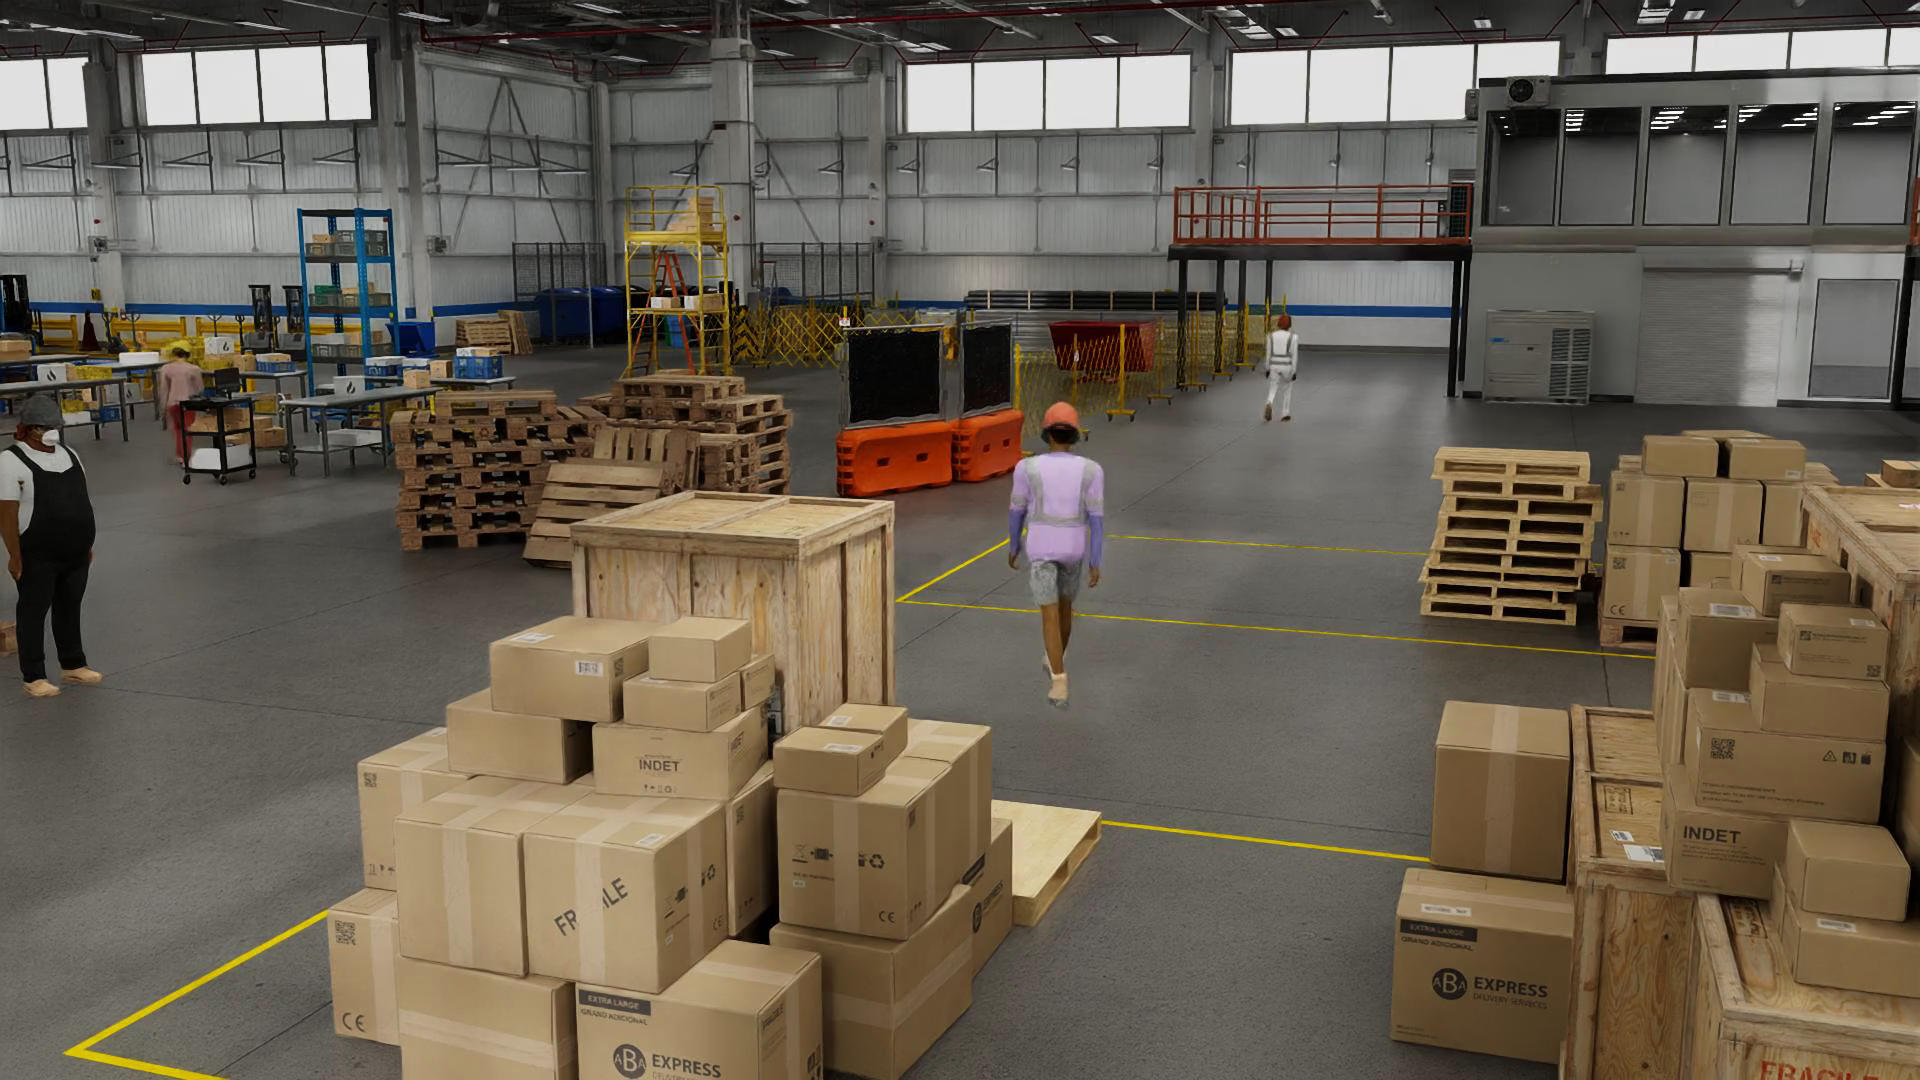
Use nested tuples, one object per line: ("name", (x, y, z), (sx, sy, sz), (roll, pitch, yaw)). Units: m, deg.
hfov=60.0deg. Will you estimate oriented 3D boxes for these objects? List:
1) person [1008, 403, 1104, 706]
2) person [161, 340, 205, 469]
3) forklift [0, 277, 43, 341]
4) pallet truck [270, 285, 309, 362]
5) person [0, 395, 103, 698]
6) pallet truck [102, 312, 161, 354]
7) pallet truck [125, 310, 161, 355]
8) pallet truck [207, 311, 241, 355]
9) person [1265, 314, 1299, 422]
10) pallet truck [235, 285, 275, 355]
("person", (0.647, 0.072, 11.207), (0.611, 1.991, 1.036), (-2, 10, -10))
("person", (-10.594, -1.860, 22.763), (0.529, 1.733, 0.776), (-1, 10, -6))
("forklift", (-27.151, -6.329, 46.328), (1.157, 1.987, 2.680), (3, 11, 17))
("pallet truck", (-17.147, -5.700, 43.663), (0.823, 1.965, 1.885), (3, 11, 17))
("person", (-6.138, 0.028, 11.282), (0.535, 2.000, 0.687), (3, 11, 17))
("pallet truck", (-23.057, -5.777, 46.261), (0.680, 1.201, 1.601), (3, 11, 19))
("pallet truck", (-22.038, -5.665, 45.457), (0.704, 1.261, 1.522), (3, 11, 17))
("pallet truck", (-19.537, -5.575, 44.913), (0.653, 1.274, 1.630), (3, 11, 19))
("person", (5.489, -2.933, 28.457), (0.587, 1.863, 0.691), (6, 12, 32))
("pallet truck", (-18.327, -5.835, 44.421), (0.823, 1.965, 1.885), (4, 11, 23))
